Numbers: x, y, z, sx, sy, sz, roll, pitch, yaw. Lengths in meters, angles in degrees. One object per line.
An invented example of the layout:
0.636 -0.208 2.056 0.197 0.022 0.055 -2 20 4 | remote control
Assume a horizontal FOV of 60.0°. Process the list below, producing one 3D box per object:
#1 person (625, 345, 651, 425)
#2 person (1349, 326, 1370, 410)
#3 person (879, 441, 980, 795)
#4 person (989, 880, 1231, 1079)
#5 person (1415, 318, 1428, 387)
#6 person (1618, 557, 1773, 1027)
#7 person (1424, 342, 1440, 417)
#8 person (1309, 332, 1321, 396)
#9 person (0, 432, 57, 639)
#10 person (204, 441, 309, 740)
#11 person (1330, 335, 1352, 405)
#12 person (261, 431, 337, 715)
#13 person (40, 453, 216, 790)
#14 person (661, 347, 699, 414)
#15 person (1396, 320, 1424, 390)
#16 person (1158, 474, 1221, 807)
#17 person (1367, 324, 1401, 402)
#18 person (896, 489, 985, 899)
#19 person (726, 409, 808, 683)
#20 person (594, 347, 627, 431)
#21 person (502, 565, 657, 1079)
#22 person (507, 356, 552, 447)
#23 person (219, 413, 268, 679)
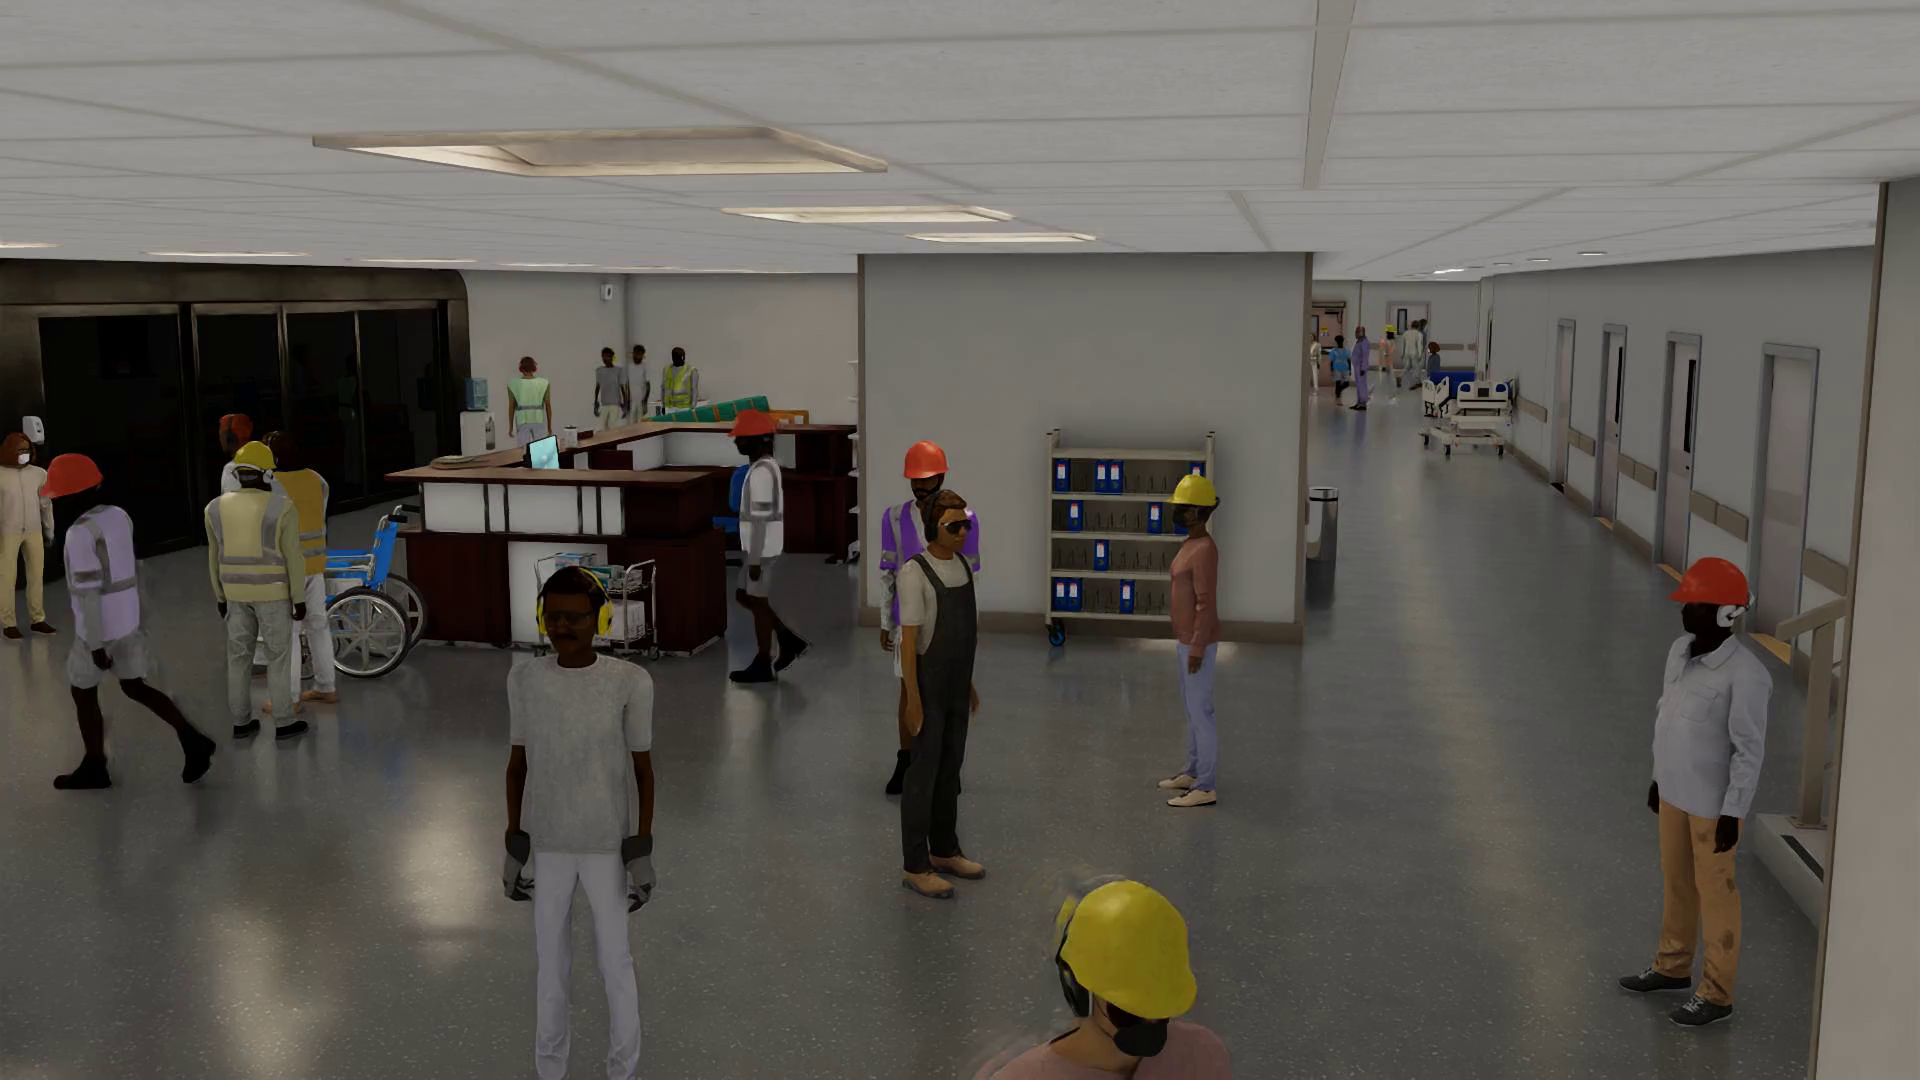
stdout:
-5.266 -2.260 27.150 0.583 1.837 0.335 6 11 36 | person
9.118 -3.921 37.951 0.403 1.904 0.651 0 9 1 | person
-0.173 0.427 8.985 0.553 1.935 0.365 2 9 10 | person
0.276 1.430 2.954 0.519 1.747 0.371 -5 10 -32 | person
12.915 -5.247 46.681 0.377 1.931 0.636 4 9 24 | person
2.769 0.929 6.250 0.318 1.756 0.561 -1 9 -10 | person
10.151 -3.442 35.699 0.283 1.625 0.495 -1 9 -7 | person
9.083 -4.539 42.955 0.511 1.636 0.311 6 11 36 | person
-7.400 -0.038 13.118 0.286 1.628 0.505 6 10 33 | person
-4.265 0.313 10.140 0.595 1.825 0.404 1 9 5 | person
9.020 -4.037 39.484 0.547 1.675 0.619 -2 9 -12 | person
-4.352 0.209 10.806 0.431 1.835 0.625 3 9 22 | person
-4.539 0.453 8.996 0.834 1.888 0.578 1 9 5 | person
-4.414 -2.103 26.101 0.627 1.845 0.429 2 9 15 | person
12.252 -5.026 45.250 0.691 1.913 0.666 -7 11 -37 | person
1.234 0.530 8.865 0.299 1.772 0.533 0 9 0 | person
10.363 -4.323 40.680 0.867 1.897 0.595 8 12 44 | person
-0.084 0.684 7.582 0.330 1.844 0.520 5 10 32 | person
-1.379 0.049 11.543 0.457 1.925 0.574 -1 9 -4 | person
-5.519 -2.142 26.359 0.569 1.847 0.594 2 9 10 | person
-1.236 1.002 5.385 0.513 1.875 0.328 1 9 3 | person
-5.788 -1.547 22.400 0.575 1.841 0.375 -3 9 -20 | person
-5.043 0.046 11.714 0.395 1.883 0.585 -1 9 -4 | person
